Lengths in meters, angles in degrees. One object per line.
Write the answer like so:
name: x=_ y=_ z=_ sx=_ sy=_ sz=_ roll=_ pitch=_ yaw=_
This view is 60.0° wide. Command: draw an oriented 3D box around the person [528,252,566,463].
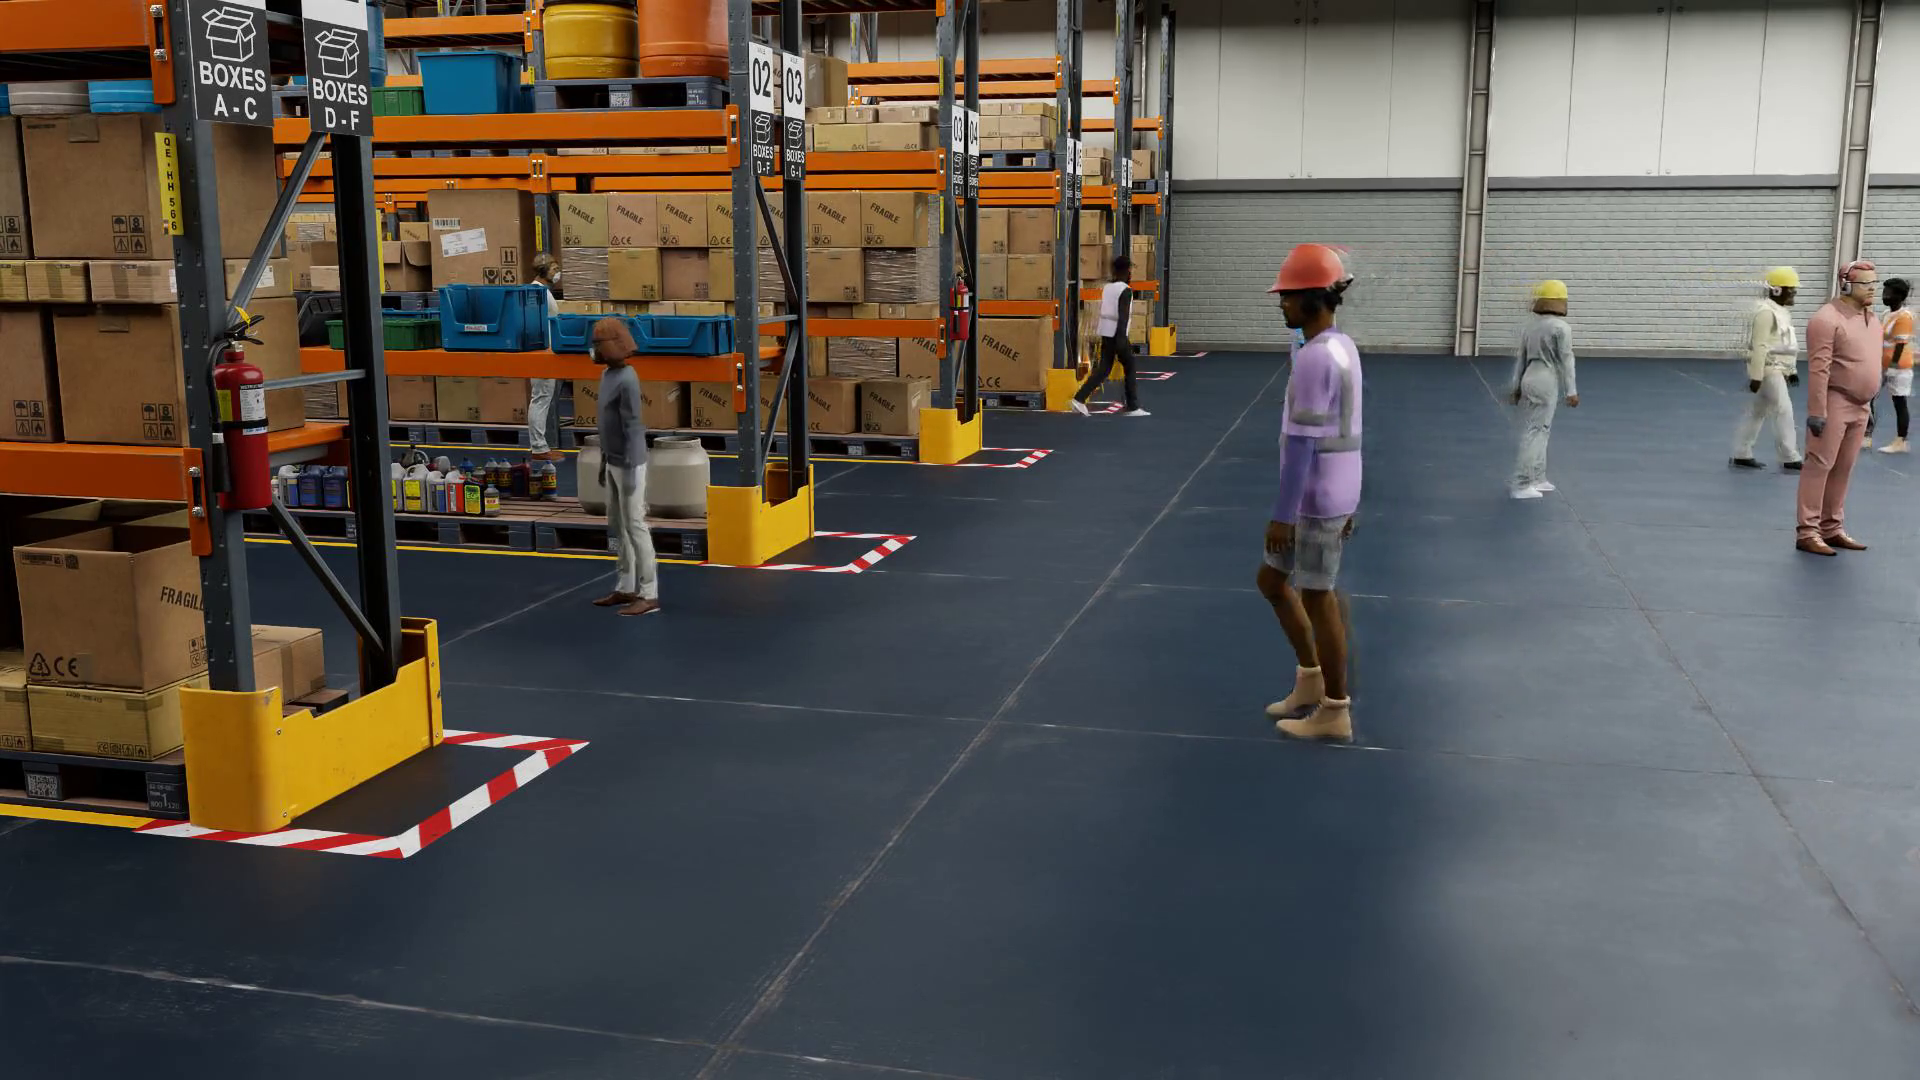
person: x=-3.848 y=-1.676 z=15.352 sx=0.375 sy=1.931 sz=0.625 roll=-3 pitch=11 yaw=-15

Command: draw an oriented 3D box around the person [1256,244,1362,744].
person: x=1.393 y=-0.167 z=6.719 sx=0.544 sy=2.025 sz=0.610 roll=3 pitch=11 yaw=16

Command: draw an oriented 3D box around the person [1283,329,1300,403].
person: x=4.402 y=-2.643 z=20.804 sx=0.687 sy=1.882 sz=0.654 roll=-7 pitch=12 yaw=-34

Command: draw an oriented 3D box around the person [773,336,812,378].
person: x=-1.689 y=-1.986 z=17.524 sx=1.001 sy=1.779 sz=0.527 roll=4 pitch=11 yaw=19

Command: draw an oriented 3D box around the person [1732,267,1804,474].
person: x=7.258 y=-1.484 z=14.618 sx=0.824 sy=1.796 sz=0.609 roll=7 pitch=12 yaw=33

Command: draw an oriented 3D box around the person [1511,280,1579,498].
person: x=4.689 y=-1.192 z=13.218 sx=0.679 sy=1.718 sz=0.495 roll=-4 pitch=11 yaw=-21

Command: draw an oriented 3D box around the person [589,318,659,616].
person: x=-1.869 y=-0.396 z=9.102 sx=0.386 sy=1.618 sz=0.503 roll=-5 pitch=11 yaw=-26

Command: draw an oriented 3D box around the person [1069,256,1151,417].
person: x=1.726 y=-2.347 z=19.254 sx=0.928 sy=1.878 sz=0.601 roll=-4 pitch=11 yaw=-21

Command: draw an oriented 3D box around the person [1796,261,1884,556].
person: x=5.785 y=-0.860 z=10.875 sx=0.643 sy=1.910 sz=0.399 roll=-6 pitch=12 yaw=-31

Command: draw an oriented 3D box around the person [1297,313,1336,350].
person: x=3.327 y=-1.599 z=15.551 sx=0.321 sy=1.696 sz=0.536 roll=9 pitch=14 yaw=42

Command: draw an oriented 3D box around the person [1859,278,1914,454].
person: x=8.774 y=-1.650 z=15.868 sx=0.689 sy=1.670 sz=0.553 roll=1 pitch=10 yaw=5
